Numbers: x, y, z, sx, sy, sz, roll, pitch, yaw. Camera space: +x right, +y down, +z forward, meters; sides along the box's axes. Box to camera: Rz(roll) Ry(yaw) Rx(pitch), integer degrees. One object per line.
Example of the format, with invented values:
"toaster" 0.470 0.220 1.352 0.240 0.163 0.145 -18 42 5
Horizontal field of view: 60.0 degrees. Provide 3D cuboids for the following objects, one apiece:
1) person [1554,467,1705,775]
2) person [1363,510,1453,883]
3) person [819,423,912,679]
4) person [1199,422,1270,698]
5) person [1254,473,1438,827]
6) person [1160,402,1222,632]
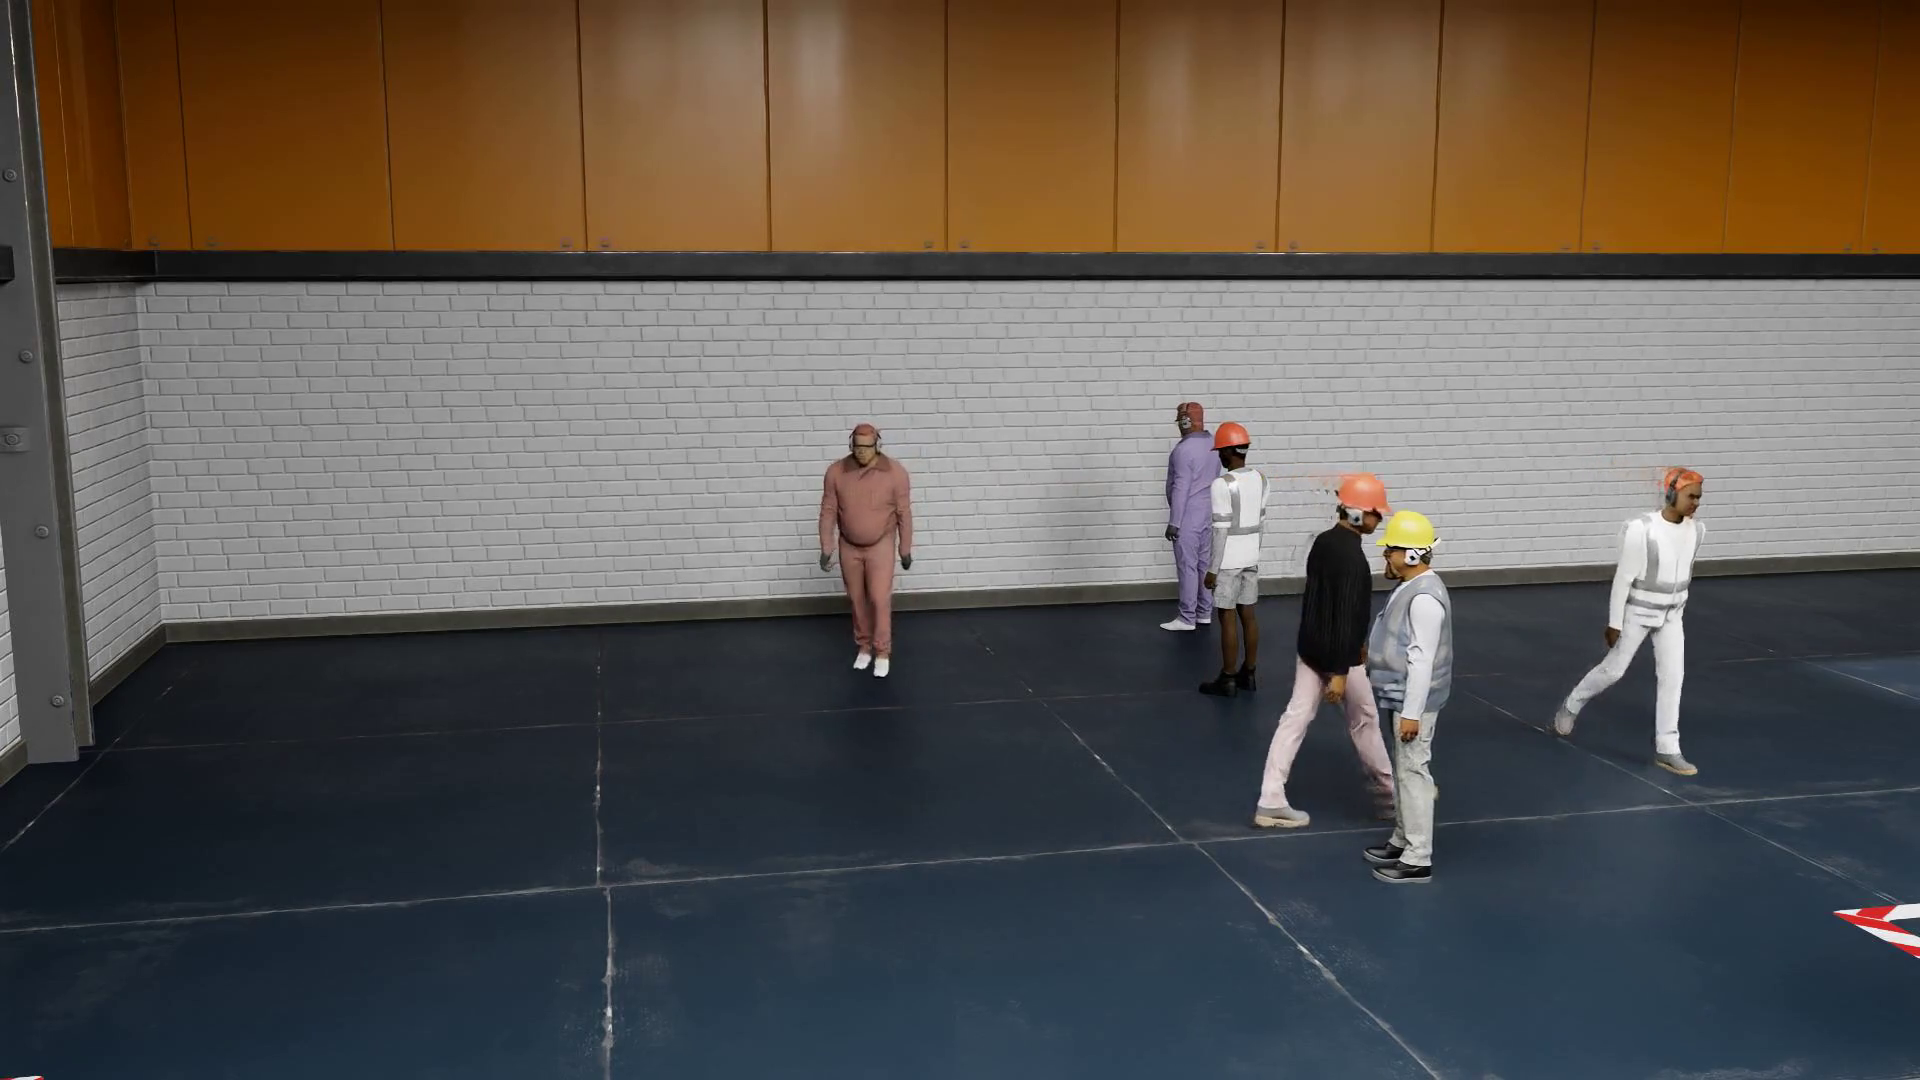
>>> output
"person" 4.133 0.437 10.157 0.608 1.841 0.947 -3 10 -18
"person" 2.204 0.763 8.199 0.403 1.828 0.595 1 9 8
"person" -0.710 0.076 12.255 0.653 1.871 0.741 2 10 12
"person" 1.908 0.137 11.673 0.543 1.933 0.364 -9 13 -43
"person" 2.065 0.597 8.882 1.058 1.919 0.608 -2 10 -13
"person" 1.903 -0.194 13.784 0.410 1.904 0.639 7 12 37
